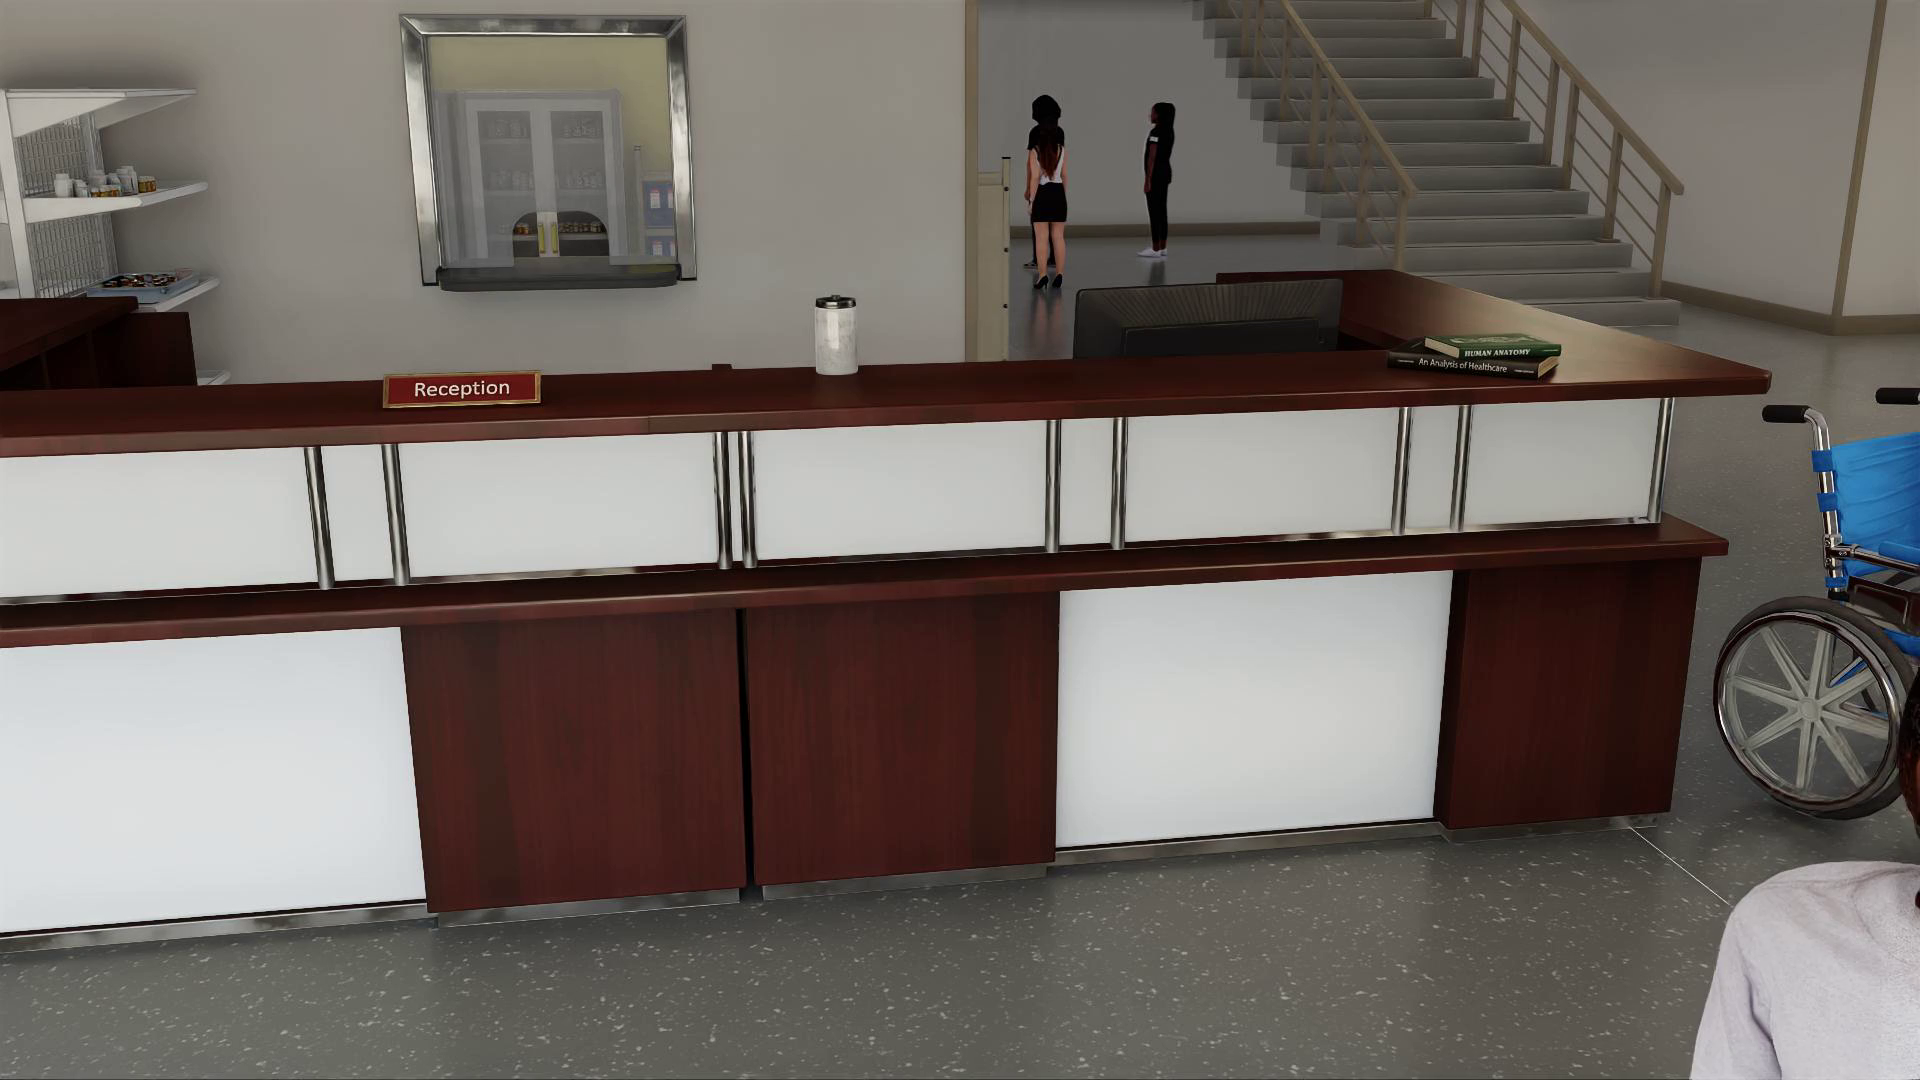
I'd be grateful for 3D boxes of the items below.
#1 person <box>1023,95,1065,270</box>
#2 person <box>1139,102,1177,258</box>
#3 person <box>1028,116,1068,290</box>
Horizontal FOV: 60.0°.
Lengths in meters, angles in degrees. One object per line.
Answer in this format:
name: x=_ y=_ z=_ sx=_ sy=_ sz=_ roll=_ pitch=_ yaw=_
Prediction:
person: x=0.916 y=-3.847 z=17.868 sx=0.707 sy=1.826 sz=0.694 roll=-12 pitch=19 yaw=-35
person: x=2.278 y=-4.137 z=19.097 sx=0.767 sy=1.730 sz=0.693 roll=9 pitch=18 yaw=29
person: x=0.863 y=-3.287 z=16.233 sx=0.595 sy=1.648 sz=0.572 roll=-6 pitch=17 yaw=-21
